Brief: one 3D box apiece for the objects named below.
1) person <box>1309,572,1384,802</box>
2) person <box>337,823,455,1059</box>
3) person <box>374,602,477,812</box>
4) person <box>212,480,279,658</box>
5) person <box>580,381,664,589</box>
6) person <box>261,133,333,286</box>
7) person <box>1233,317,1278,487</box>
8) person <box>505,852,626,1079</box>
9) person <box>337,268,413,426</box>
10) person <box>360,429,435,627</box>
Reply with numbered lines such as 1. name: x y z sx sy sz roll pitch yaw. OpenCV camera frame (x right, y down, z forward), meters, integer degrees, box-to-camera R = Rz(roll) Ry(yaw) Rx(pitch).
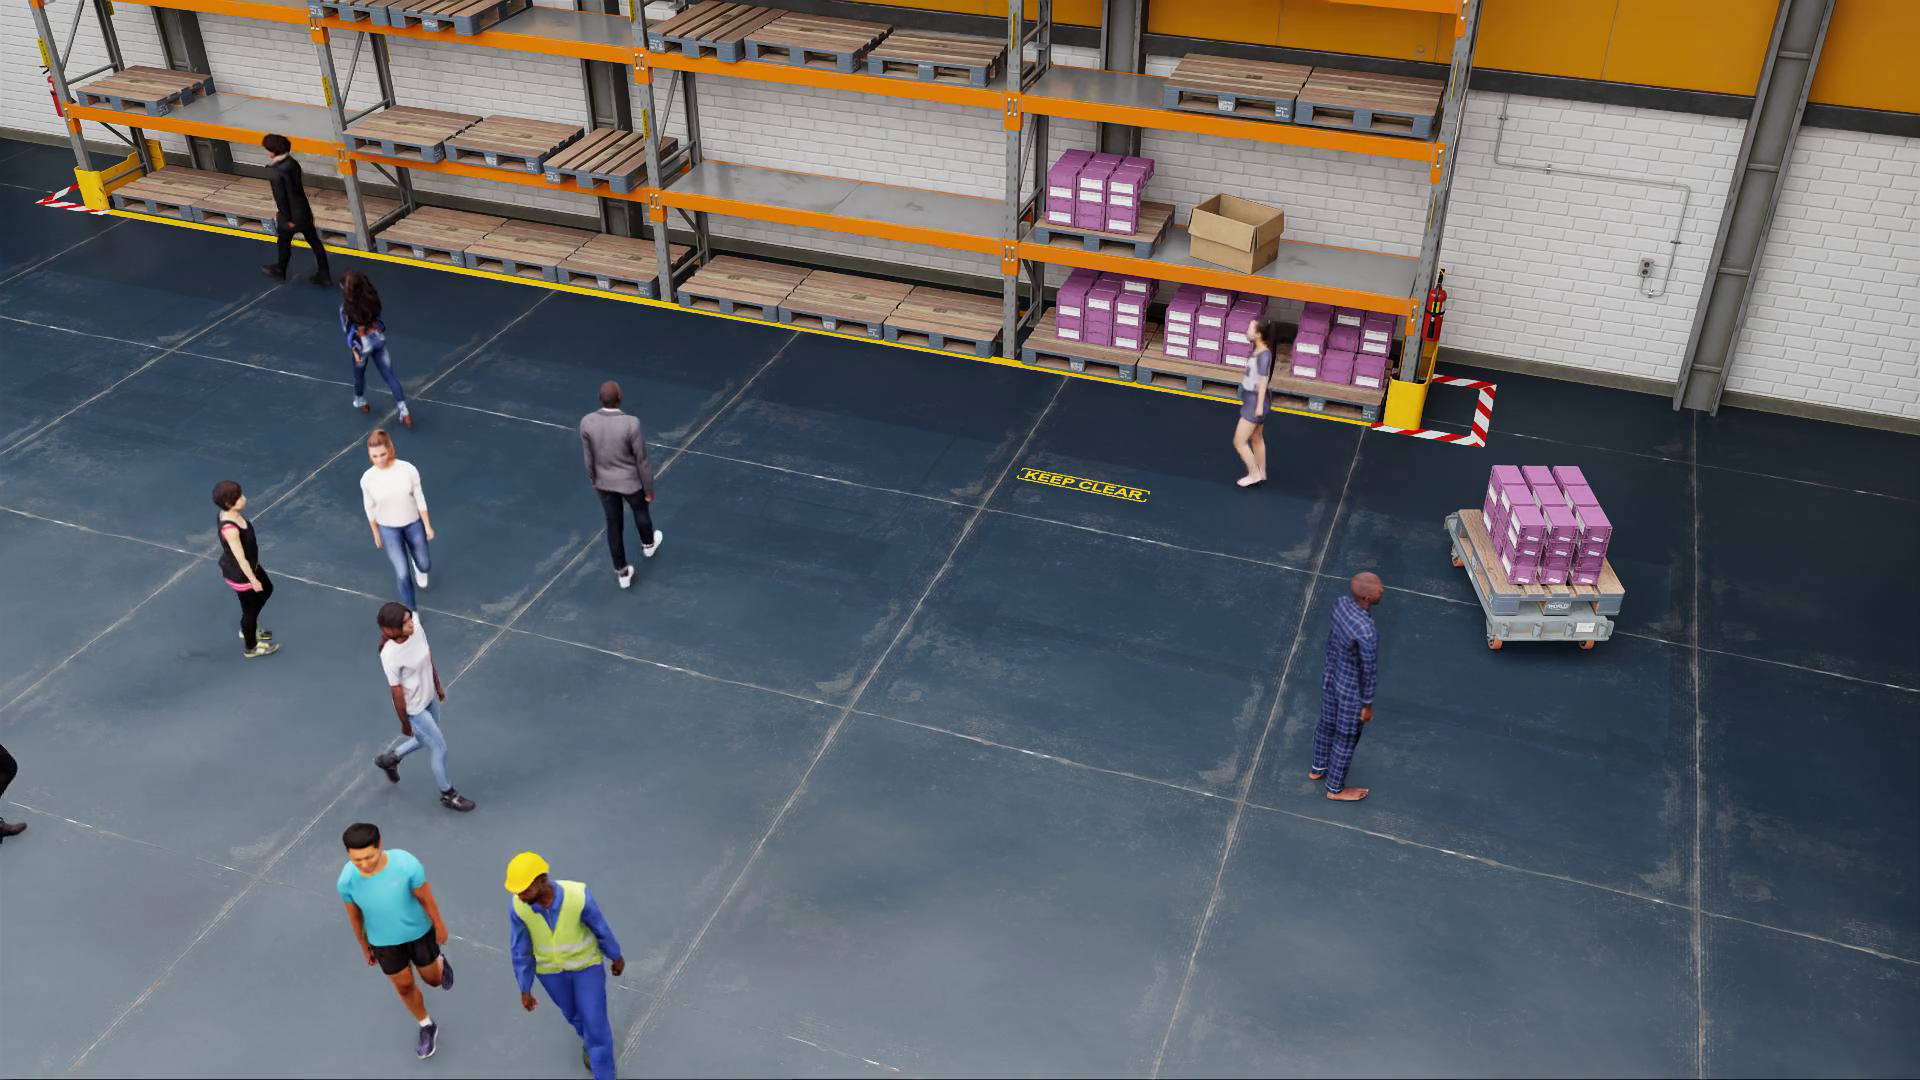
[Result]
1. person: 2.645 0.973 11.332 0.794 1.818 0.758 -10 35 -15
2. person: -3.215 2.193 9.550 0.940 1.759 0.968 -10 35 -15
3. person: -3.727 1.109 11.231 1.009 1.704 0.701 6 34 9
4. person: -5.554 0.234 12.697 0.745 1.537 0.689 -13 36 -18
5. person: -2.770 -0.405 13.424 0.984 1.797 0.951 3 34 5
6. person: -7.228 -3.580 18.250 1.002 1.742 0.620 11 35 16
7. person: 2.717 -1.202 14.764 0.632 1.641 0.671 6 34 9
8. person: -2.182 2.329 9.340 1.003 1.765 0.984 -2 34 -3
9. person: -5.527 -1.800 15.719 1.135 1.579 0.873 26 41 33
10. person: -4.394 -0.123 13.085 0.950 1.703 0.990 -12 35 -17
